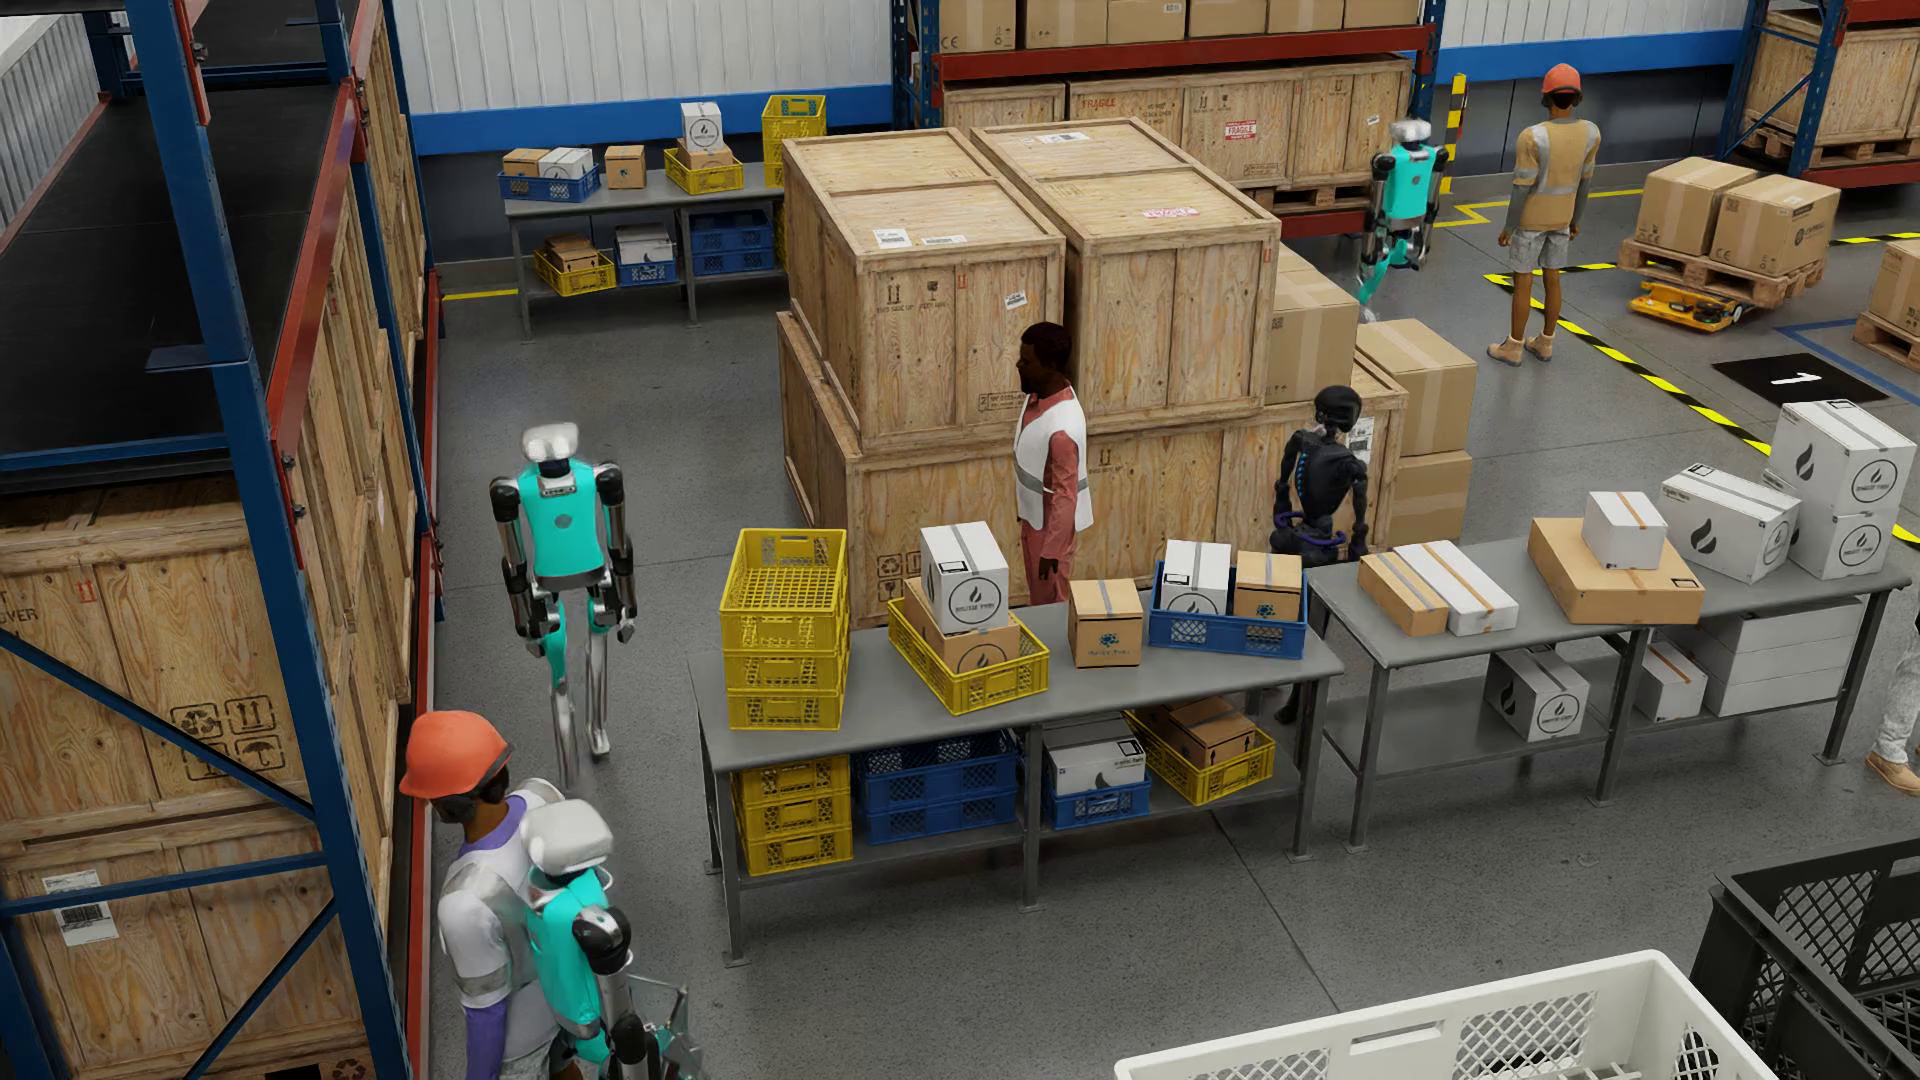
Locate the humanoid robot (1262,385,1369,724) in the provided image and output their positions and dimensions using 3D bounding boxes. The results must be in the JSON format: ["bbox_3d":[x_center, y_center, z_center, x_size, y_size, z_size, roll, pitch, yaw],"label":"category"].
[{"bbox_3d":[1.581,0.083,7.500,0.353,1.645,0.610,-16,33,-27],"label":"humanoid robot"}]

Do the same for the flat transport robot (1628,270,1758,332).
[{"bbox_3d":[5.721,-1.916,12.565,1.431,0.197,0.652,-24,37,-36],"label":"flat transport robot"}]

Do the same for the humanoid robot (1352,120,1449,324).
[{"bbox_3d":[2.867,-2.017,11.257,0.547,1.734,1.012,-9,30,-16],"label":"humanoid robot"}]

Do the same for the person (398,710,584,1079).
[{"bbox_3d":[-1.311,1.350,4.840,0.386,2.034,0.604,4,29,8],"label":"person"}]

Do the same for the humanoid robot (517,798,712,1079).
[{"bbox_3d":[-0.926,1.446,4.975,0.693,1.802,0.552,-25,37,-37],"label":"humanoid robot"}]

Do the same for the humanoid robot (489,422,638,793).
[{"bbox_3d":[-1.673,0.255,7.164,0.541,1.802,0.827,-9,30,-15],"label":"humanoid robot"}]

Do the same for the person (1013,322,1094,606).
[{"bbox_3d":[0.397,-0.087,7.566,0.393,1.919,0.590,-4,29,-8],"label":"person"}]

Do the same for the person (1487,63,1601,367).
[{"bbox_3d":[3.921,-2.175,11.236,0.612,2.033,0.394,-9,30,-16],"label":"person"}]

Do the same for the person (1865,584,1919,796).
[{"bbox_3d":[4.312,0.244,7.054,0.622,1.837,0.429,-10,30,-18],"label":"person"}]
